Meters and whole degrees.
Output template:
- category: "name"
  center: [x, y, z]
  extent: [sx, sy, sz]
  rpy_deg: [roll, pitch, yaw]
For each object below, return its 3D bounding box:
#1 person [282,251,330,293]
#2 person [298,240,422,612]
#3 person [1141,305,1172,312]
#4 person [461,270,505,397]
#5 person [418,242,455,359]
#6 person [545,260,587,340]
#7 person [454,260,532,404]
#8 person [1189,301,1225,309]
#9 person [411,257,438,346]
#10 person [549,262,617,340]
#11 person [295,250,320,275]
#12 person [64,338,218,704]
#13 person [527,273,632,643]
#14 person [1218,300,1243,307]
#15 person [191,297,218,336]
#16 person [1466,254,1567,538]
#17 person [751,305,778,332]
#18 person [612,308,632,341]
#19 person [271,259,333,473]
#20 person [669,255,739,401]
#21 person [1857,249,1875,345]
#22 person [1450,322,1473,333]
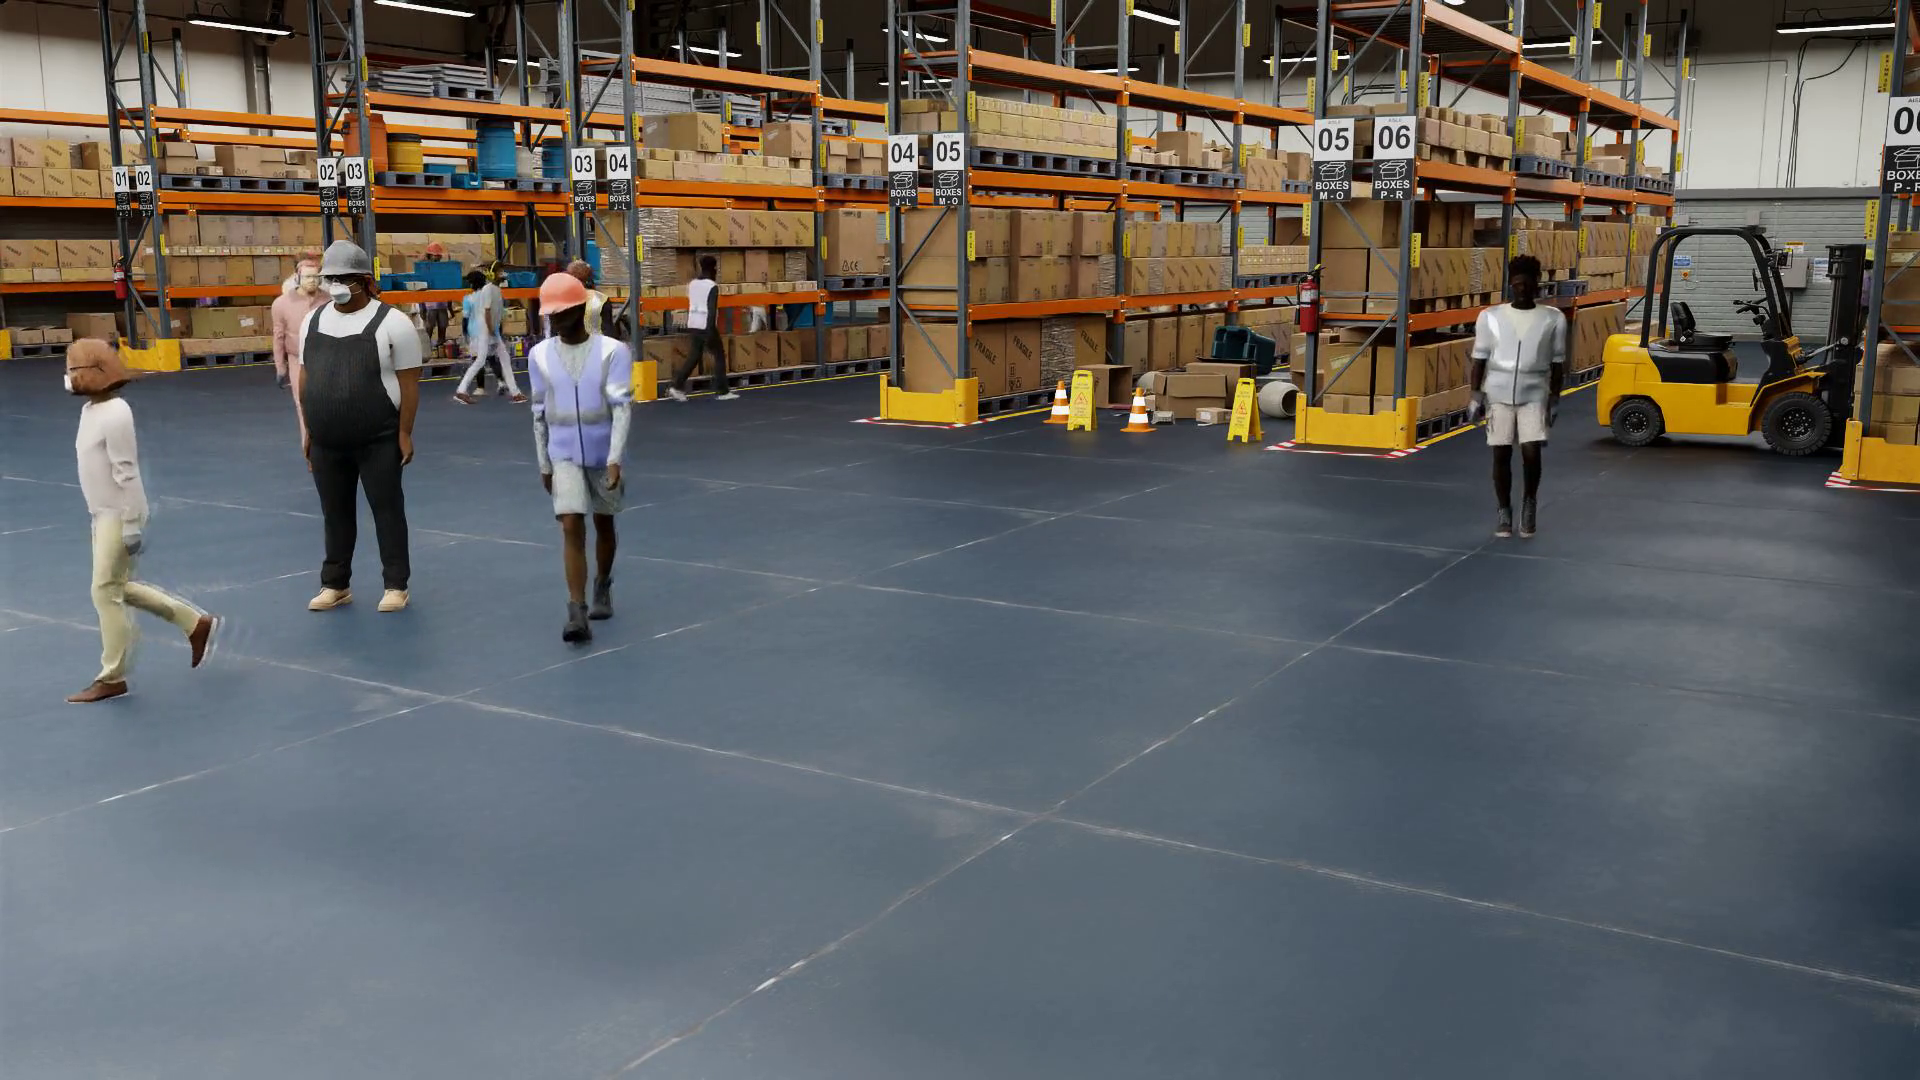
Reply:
- category: "person"
  center: [-8.146, -2.661, 20.929]
  extent: [0.651, 1.924, 0.627]
  rpy_deg: [-5, 11, -27]
- category: "person"
  center: [-3.323, -0.613, 9.121]
  extent: [0.677, 2.000, 0.536]
  rpy_deg: [1, 10, 5]
- category: "person"
  center: [3.681, -4.405, 30.978]
  extent: [0.631, 1.824, 0.570]
  rpy_deg: [9, 14, 41]
- category: "person"
  center: [-6.281, -2.702, 21.843]
  extent: [0.561, 1.678, 0.456]
  rpy_deg: [-9, 14, -42]
- category: "person"
  center: [-8.415, -3.757, 26.733]
  extent: [0.383, 2.041, 0.605]
  rpy_deg: [10, 14, 43]
- category: "person"
  center: [-3.939, -1.927, 17.038]
  extent: [0.643, 1.859, 1.016]
  rpy_deg: [4, 11, 23]
- category: "person"
  center: [-5.920, -2.599, 20.929]
  extent: [0.998, 1.817, 0.575]
  rpy_deg: [1, 10, 6]
- category: "person"
  center: [4.712, -4.495, 31.578]
  extent: [0.628, 1.800, 0.951]
  rpy_deg: [8, 13, 37]
- category: "person"
  center: [-9.132, -3.961, 28.571]
  extent: [0.588, 1.809, 1.064]
  rpy_deg: [6, 12, 30]
- category: "person"
  center: [-3.535, -1.689, 15.709]
  extent: [0.634, 1.841, 0.429]
  rpy_deg: [1, 10, 8]
- category: "person"
  center: [-9.911, -3.477, 25.522]
  extent: [0.564, 1.901, 0.858]
  rpy_deg: [3, 11, 15]
- category: "person"
  center: [-3.710, -0.098, 7.440]
  extent: [0.612, 1.615, 0.504]
  rpy_deg: [-8, 13, -39]
- category: "person"
  center: [-1.957, -0.436, 8.610]
  extent: [0.539, 1.872, 1.013]
  rpy_deg: [-1, 10, -5]
- category: "person"
  center: [5.253, -4.675, 32.416]
  extent: [0.548, 1.845, 0.596]
  rpy_deg: [5, 11, 25]
- category: "person"
  center: [-14.012, -4.429, 30.959]
  extent: [0.551, 1.893, 0.982]
  rpy_deg: [9, 13, 40]
- category: "person"
  center: [3.792, -0.968, 11.370]
  extent: [0.614, 1.947, 0.511]
  rpy_deg: [4, 11, 22]
- category: "person"
  center: [-3.133, -3.686, 26.910]
  extent: [0.594, 1.827, 1.002]
  rpy_deg: [7, 12, 33]
- category: "person"
  center: [-6.364, -4.533, 31.116]
  extent: [0.635, 2.023, 0.495]
  rpy_deg: [5, 11, 24]
- category: "person"
  center: [-5.800, -1.570, 14.930]
  extent: [0.663, 1.885, 0.805]
  rpy_deg: [-6, 12, -29]
- category: "person"
  center: [-3.325, -2.716, 21.356]
  extent: [0.935, 1.882, 0.580]
  rpy_deg: [-10, 14, -44]
- category: "person"
  center: [15.910, -4.151, 29.331]
  extent: [0.635, 1.911, 0.450]
  rpy_deg: [-4, 11, -20]
- category: "person"
  center: [9.072, -4.307, 30.014]
  extent: [0.617, 1.975, 0.802]
  rpy_deg: [6, 12, 31]
